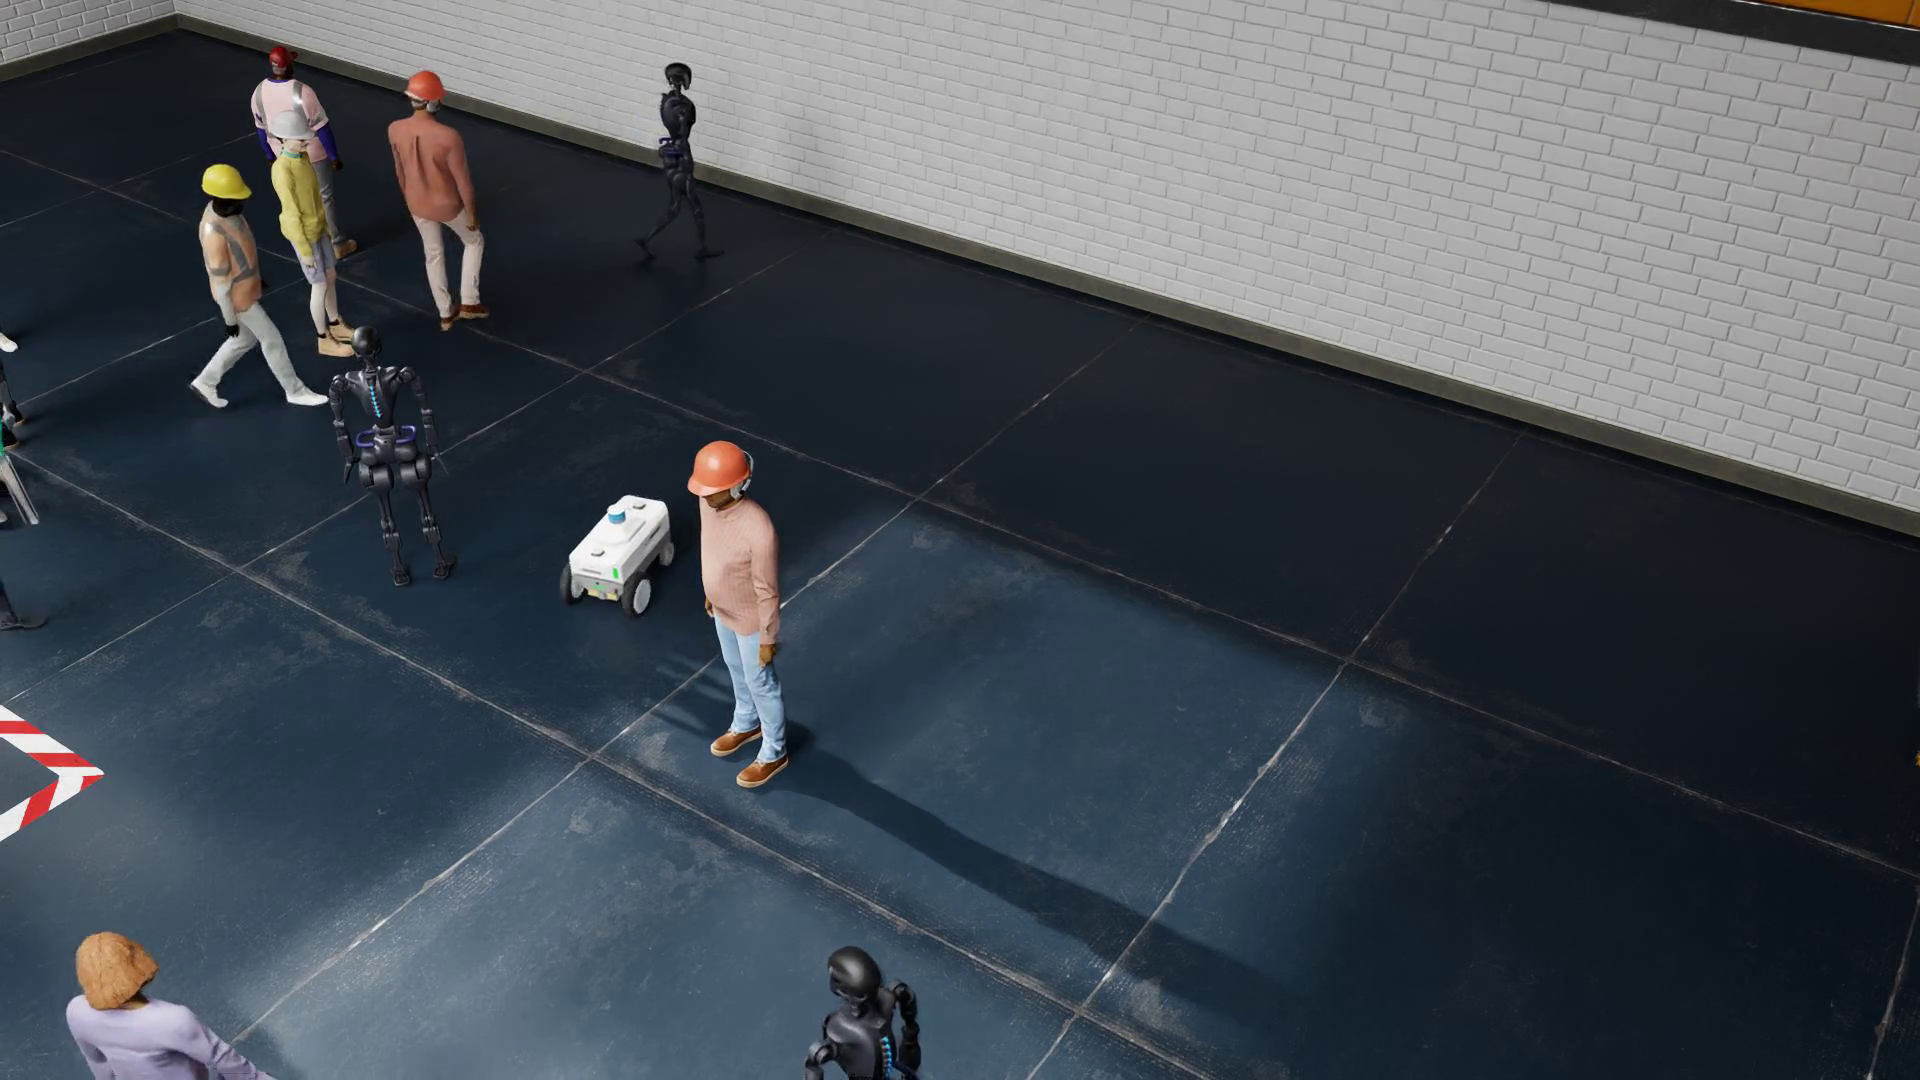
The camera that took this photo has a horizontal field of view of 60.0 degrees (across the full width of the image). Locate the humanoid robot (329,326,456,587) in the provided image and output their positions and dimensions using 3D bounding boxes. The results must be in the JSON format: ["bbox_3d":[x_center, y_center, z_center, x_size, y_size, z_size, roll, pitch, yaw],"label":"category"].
[{"bbox_3d":[-3.327,-0.488,9.720,0.599,1.657,0.315,-7,36,-10],"label":"humanoid robot"}]

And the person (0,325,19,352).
[{"bbox_3d":[-7.287,-2.163,11.963,0.312,1.865,0.528,27,43,33],"label":"person"}]

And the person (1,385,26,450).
[{"bbox_3d":[-6.653,-1.490,10.926,0.384,1.956,0.603,-12,37,-16],"label":"person"}]

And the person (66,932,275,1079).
[{"bbox_3d":[-2.892,2.049,6.162,0.568,1.605,0.489,7,36,10],"label":"person"}]

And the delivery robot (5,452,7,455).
[{"bbox_3d":[-6.610,-0.497,10.735,0.790,0.607,0.499,-9,36,-13],"label":"delivery robot"}]

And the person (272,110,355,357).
[{"bbox_3d":[-4.691,-2.203,12.014,0.411,1.879,0.491,0,35,0],"label":"person"}]

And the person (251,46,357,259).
[{"bbox_3d":[-5.302,-3.115,13.420,0.626,1.751,0.420,4,35,5],"label":"person"}]

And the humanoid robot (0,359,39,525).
[{"bbox_3d":[-6.100,-0.775,10.138,0.807,1.825,0.534,28,44,34],"label":"humanoid robot"}]

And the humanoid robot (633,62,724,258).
[{"bbox_3d":[-2.334,-3.026,13.387,0.693,1.636,0.604,-11,37,-16],"label":"humanoid robot"}]

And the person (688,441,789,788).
[{"bbox_3d":[-1.099,0.356,8.263,0.403,1.986,0.610,-24,41,-30],"label":"person"}]

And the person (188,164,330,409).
[{"bbox_3d":[-4.936,-1.678,11.257,0.851,1.882,0.639,-7,36,-10],"label":"person"}]

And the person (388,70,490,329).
[{"bbox_3d":[-3.863,-2.505,12.350,0.645,1.975,0.442,6,35,9],"label":"person"}]

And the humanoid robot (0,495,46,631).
[{"bbox_3d":[-5.676,-0.224,9.383,0.614,1.649,0.609,-2,35,-4],"label":"humanoid robot"}]

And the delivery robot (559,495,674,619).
[{"bbox_3d":[-2.018,0.059,9.921,0.499,0.585,0.772,11,36,15],"label":"delivery robot"}]

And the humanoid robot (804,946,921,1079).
[{"bbox_3d":[-0.284,2.134,6.013,0.692,1.631,0.608,26,43,32],"label":"humanoid robot"}]
